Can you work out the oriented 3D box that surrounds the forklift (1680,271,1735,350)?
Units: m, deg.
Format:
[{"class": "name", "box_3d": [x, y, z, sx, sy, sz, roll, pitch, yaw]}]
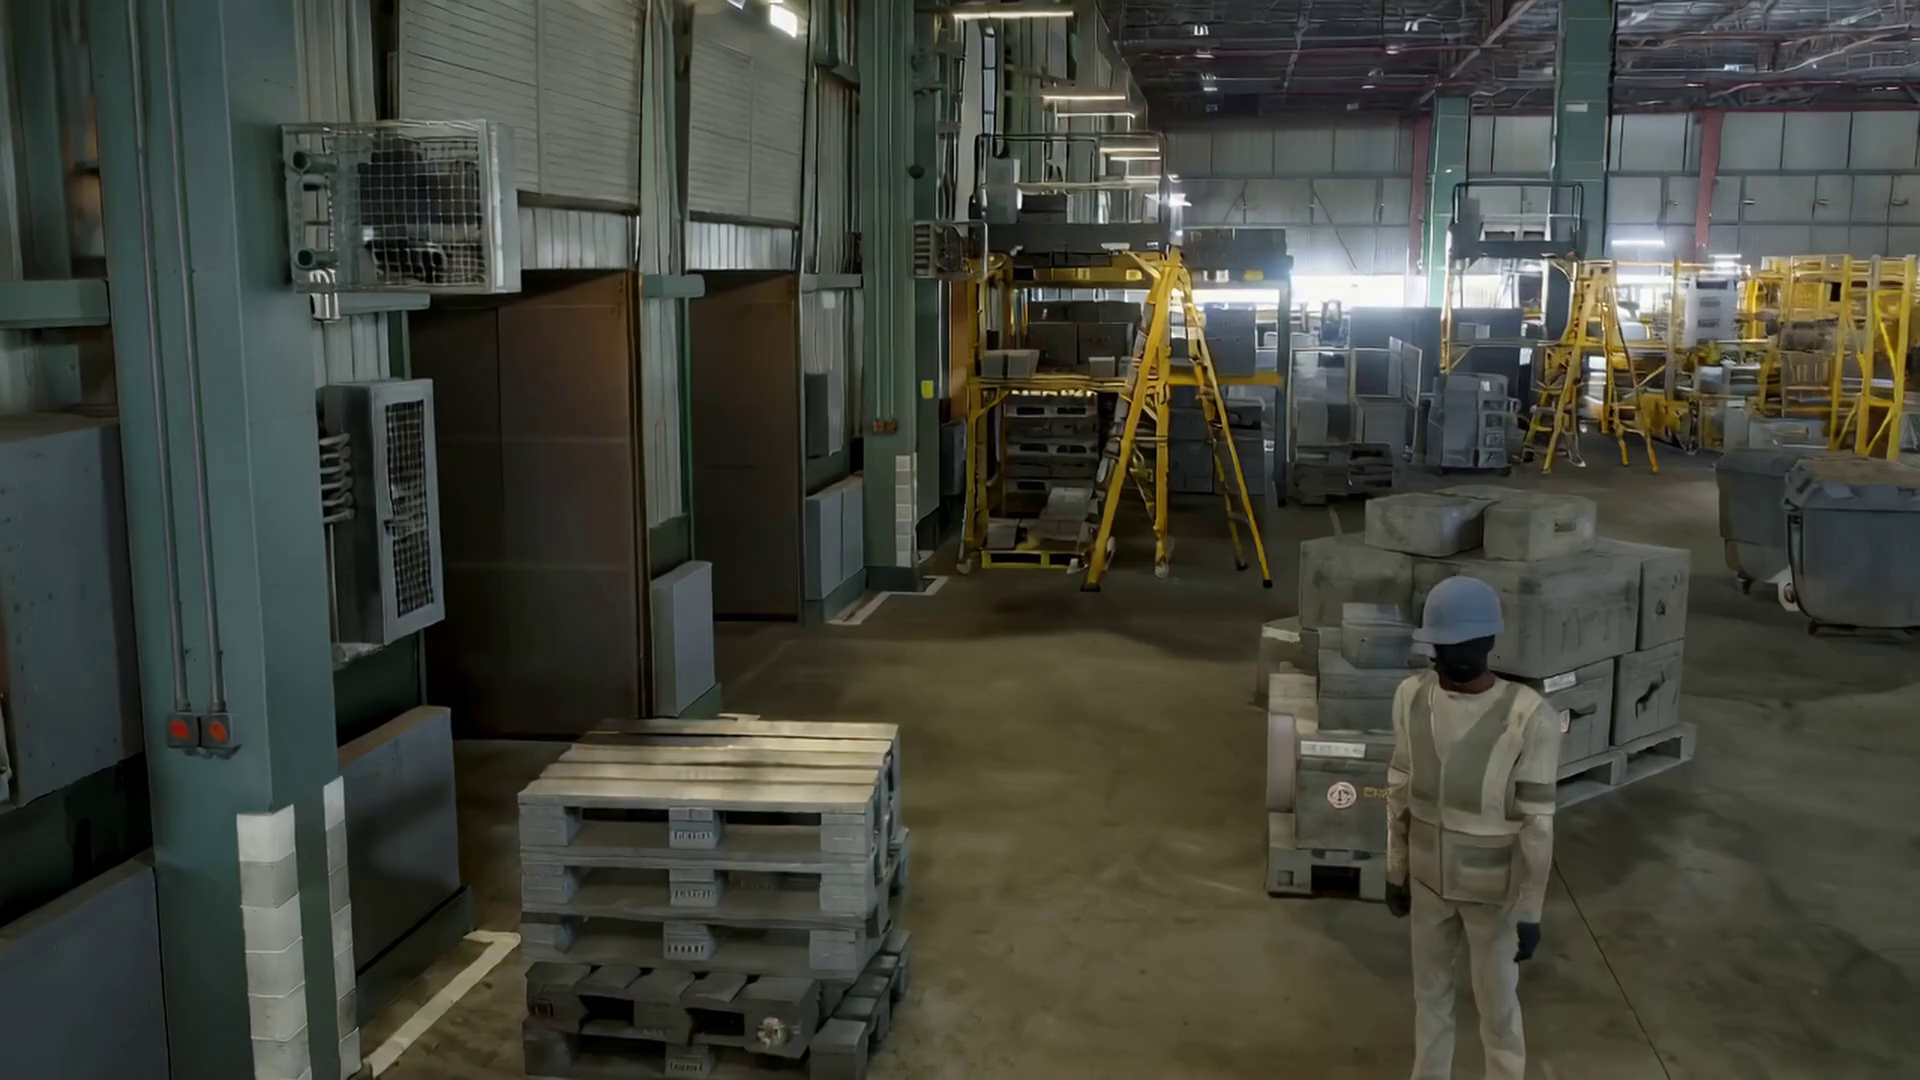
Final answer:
[{"class": "forklift", "box_3d": [17.320, -4.818, 38.478, 1.129, 2.768, 1.873, 5, 10, 28]}]

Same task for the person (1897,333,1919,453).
[{"class": "person", "box_3d": [15.023, -2.315, 25.962, 0.370, 1.934, 0.627, -4, 10, -23]}]

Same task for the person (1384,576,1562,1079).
[{"class": "person", "box_3d": [1.574, 1.056, 5.220, 0.395, 1.919, 0.588, -7, 12, -38]}]

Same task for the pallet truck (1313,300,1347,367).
[{"class": "pallet truck", "box_3d": [11.159, -6.200, 49.718, 0.823, 1.965, 1.885, 4, 10, 26]}]

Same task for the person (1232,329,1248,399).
[{"class": "person", "box_3d": [5.862, -3.585, 34.725, 0.313, 1.631, 0.516, -3, 10, -19]}]

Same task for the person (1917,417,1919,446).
[{"class": "person", "box_3d": [15.743, -2.359, 26.835, 0.485, 1.737, 0.320, -4, 10, -23]}]

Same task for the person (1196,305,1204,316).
[{"class": "person", "box_3d": [6.357, -5.292, 44.350, 0.544, 1.928, 0.392, -7, 12, -38]}]
